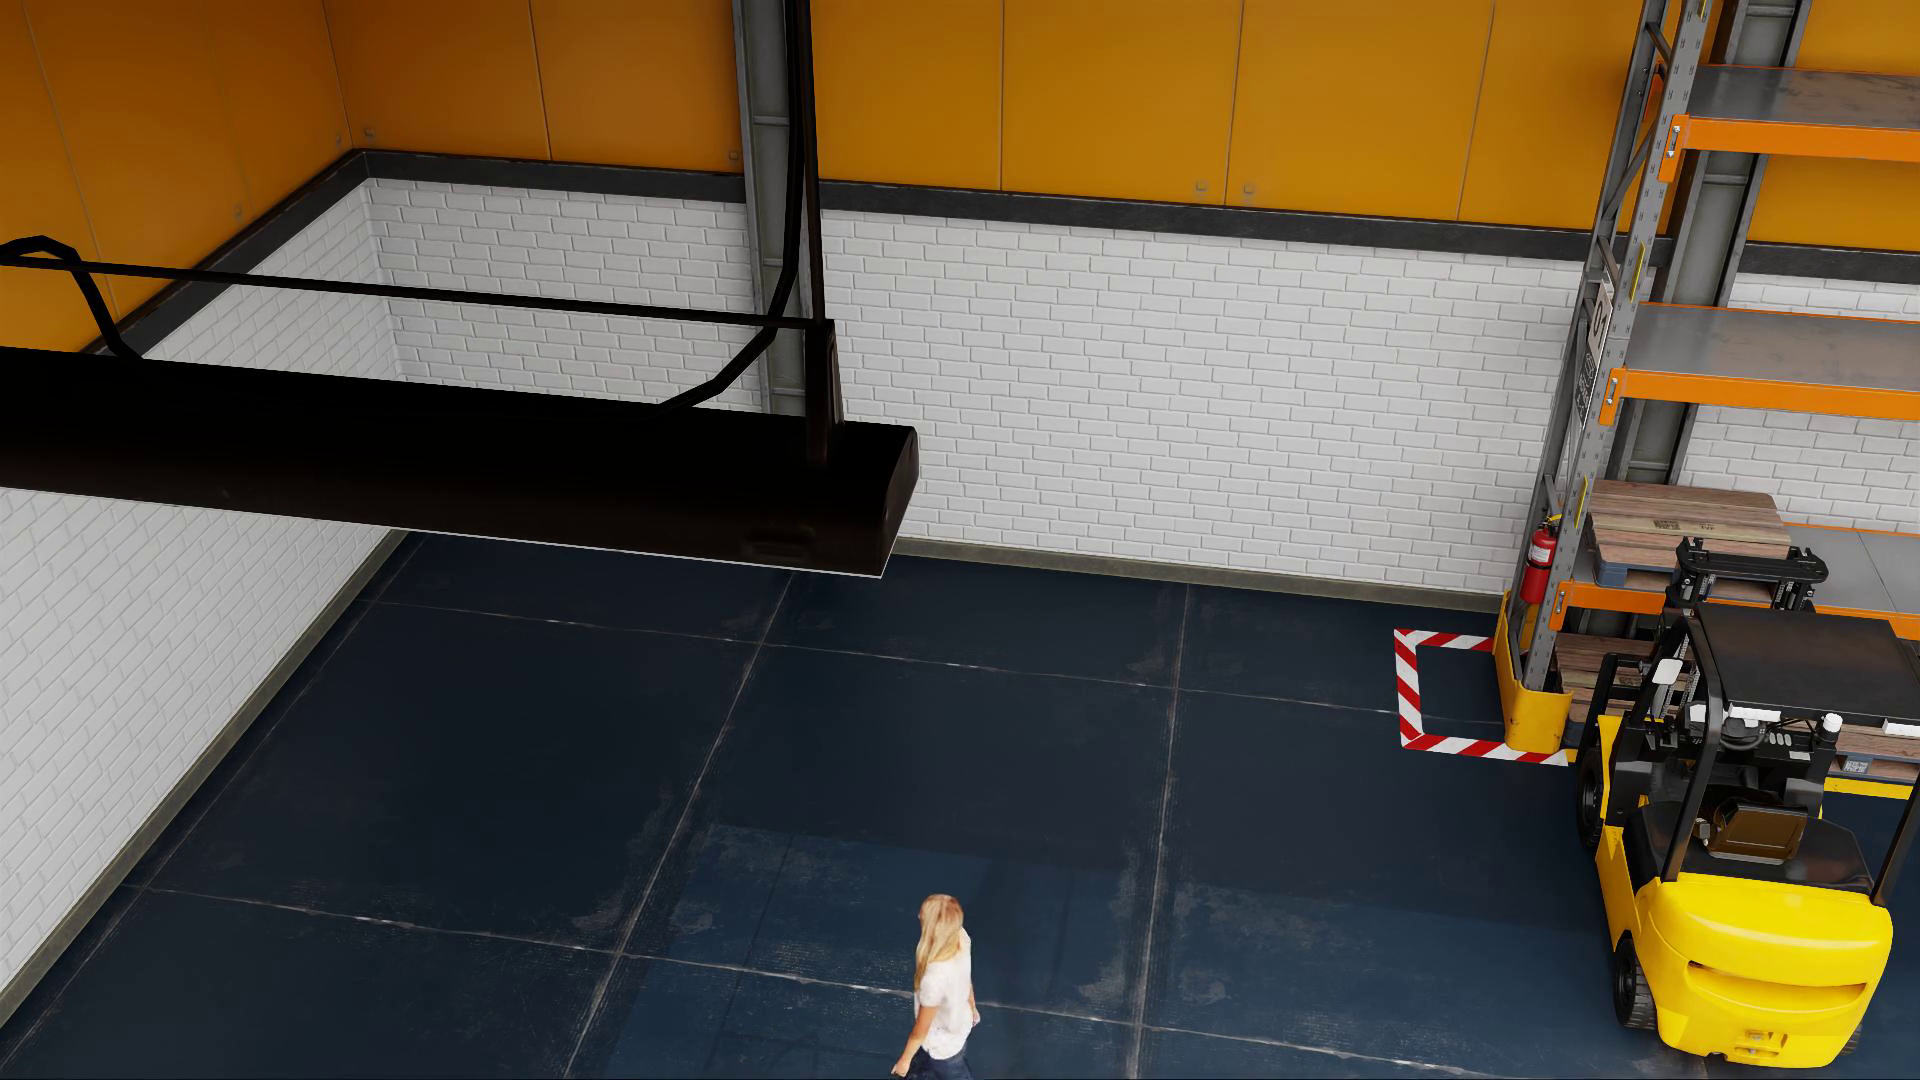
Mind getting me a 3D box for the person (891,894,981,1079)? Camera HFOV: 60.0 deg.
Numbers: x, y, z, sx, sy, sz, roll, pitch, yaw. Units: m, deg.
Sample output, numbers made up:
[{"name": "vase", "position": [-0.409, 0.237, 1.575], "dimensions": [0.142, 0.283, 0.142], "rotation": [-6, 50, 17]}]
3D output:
[{"name": "person", "position": [0.031, 2.413, 7.957], "dimensions": [1.172, 1.755, 0.679], "rotation": [8, 35, 12]}]
